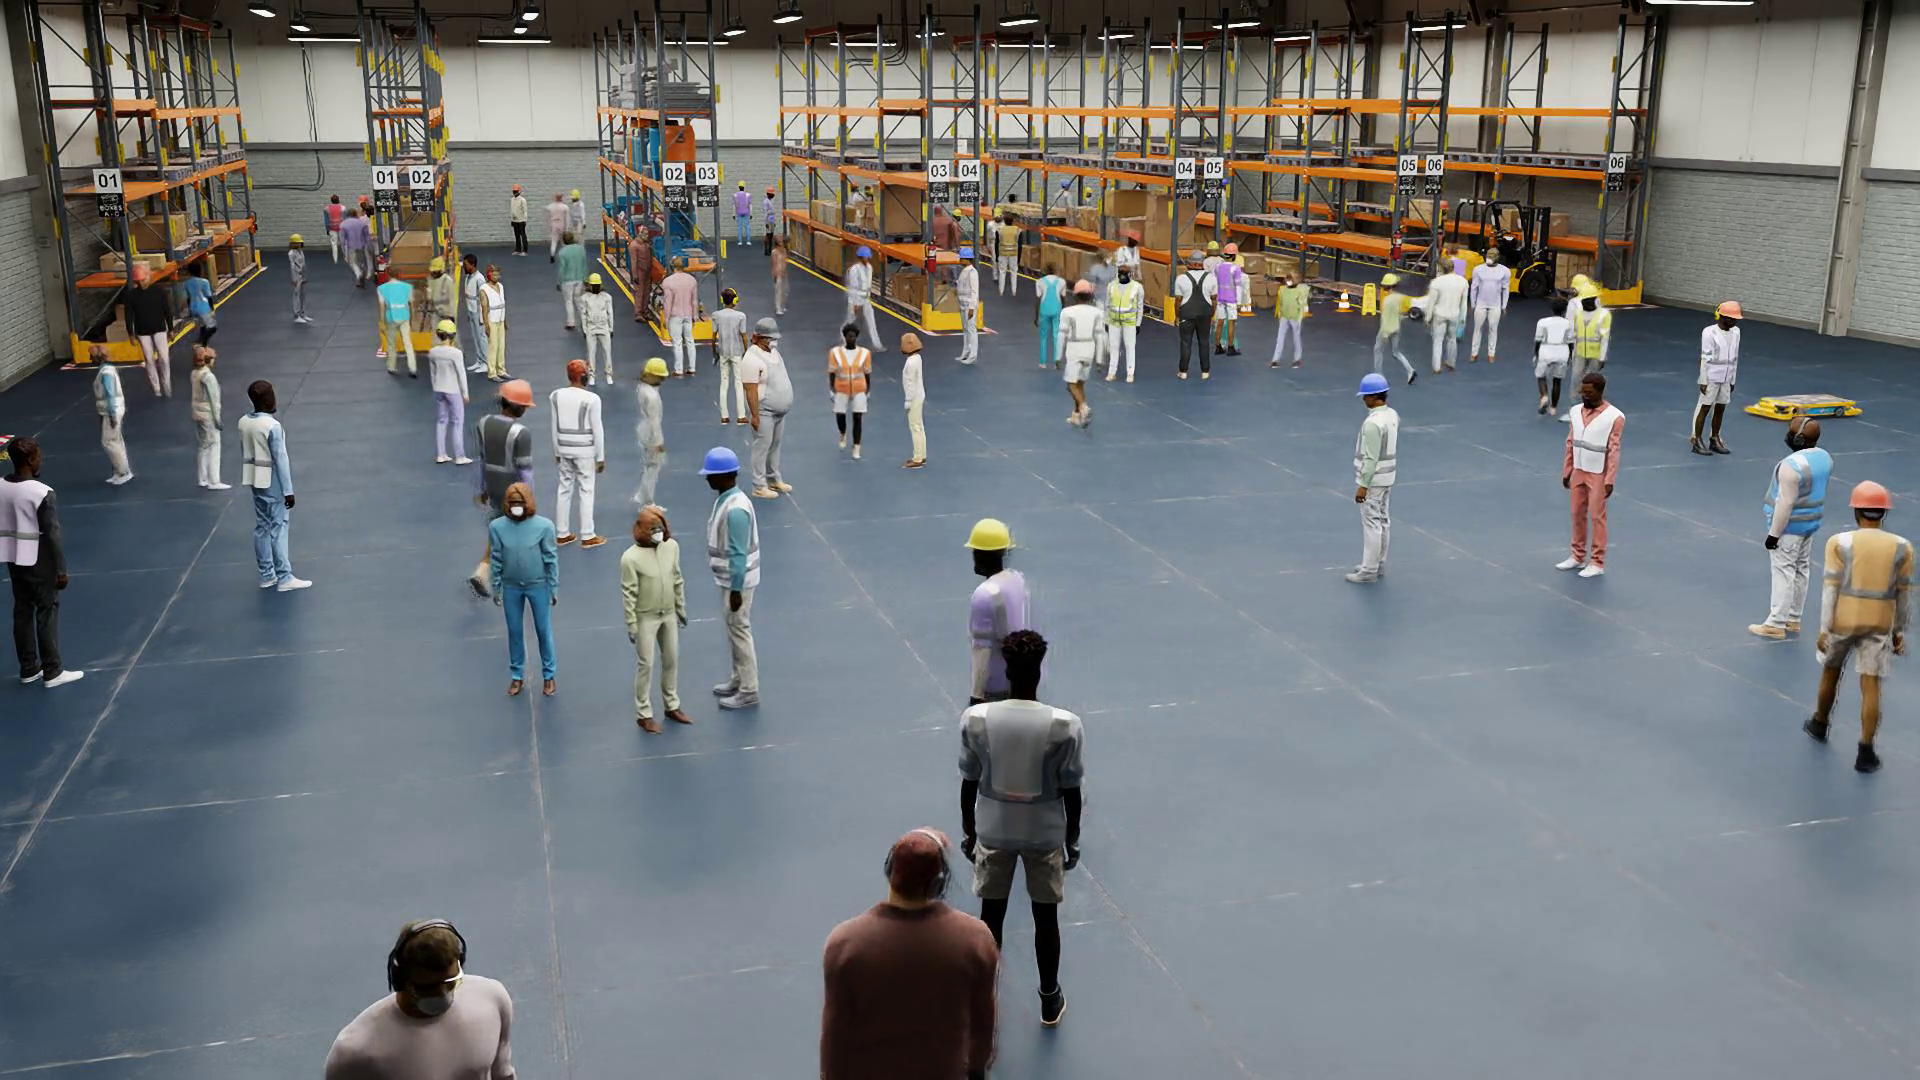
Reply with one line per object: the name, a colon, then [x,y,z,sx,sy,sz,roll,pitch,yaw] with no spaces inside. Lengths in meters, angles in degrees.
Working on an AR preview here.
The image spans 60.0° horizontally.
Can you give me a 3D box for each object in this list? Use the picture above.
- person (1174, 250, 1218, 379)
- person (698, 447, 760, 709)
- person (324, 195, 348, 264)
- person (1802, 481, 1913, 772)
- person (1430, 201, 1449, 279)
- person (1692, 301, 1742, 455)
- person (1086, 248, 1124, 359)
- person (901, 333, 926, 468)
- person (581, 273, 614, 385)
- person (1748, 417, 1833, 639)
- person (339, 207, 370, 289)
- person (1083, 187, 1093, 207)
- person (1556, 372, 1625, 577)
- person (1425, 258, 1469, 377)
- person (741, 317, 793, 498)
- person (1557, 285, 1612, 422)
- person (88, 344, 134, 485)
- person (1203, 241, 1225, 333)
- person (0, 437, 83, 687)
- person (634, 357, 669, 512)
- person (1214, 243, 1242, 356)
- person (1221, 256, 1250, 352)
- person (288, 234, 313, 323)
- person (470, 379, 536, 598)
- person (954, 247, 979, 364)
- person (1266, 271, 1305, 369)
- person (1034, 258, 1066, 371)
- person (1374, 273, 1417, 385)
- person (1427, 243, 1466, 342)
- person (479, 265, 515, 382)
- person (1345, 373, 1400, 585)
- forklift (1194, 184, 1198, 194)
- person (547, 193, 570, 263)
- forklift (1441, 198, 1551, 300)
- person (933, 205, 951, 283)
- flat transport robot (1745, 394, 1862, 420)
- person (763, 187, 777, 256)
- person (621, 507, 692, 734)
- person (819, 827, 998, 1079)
person: [3.732,-3.590,26.447,0.689,2.000,0.538,0,15,0]
person: [-1.665,0.270,12.128,0.422,1.935,0.621,-4,15,-16]
person: [-16.760,-8.368,44.807,0.629,1.843,0.429,-4,15,-16]
person: [6.069,0.563,11.178,0.564,1.878,0.842,4,15,13]
person: [11.130,-6.850,38.707,0.381,2.045,0.605,0,15,2]
person: [9.470,-2.011,20.727,0.543,1.929,0.386,-5,16,-19]
person: [2.430,-4.060,28.539,1.018,1.892,0.638,13,20,40]
person: [-0.566,-1.687,20.085,0.287,1.624,0.494,2,15,8]
person: [-5.626,-3.276,25.854,0.486,1.736,0.320,-3,15,-13]
person: [6.847,-0.106,13.712,0.625,1.846,0.429,-11,19,-36]
person: [-14.053,-6.777,38.714,0.677,1.897,0.687,-11,18,-36]
person: [3.851,-9.808,50.438,0.333,1.737,0.487,-3,15,-11]
person: [5.893,-0.622,15.541,0.403,1.908,0.599,-8,17,-27]
person: [7.800,-3.597,26.790,0.676,1.881,0.753,-2,15,-7]
person: [-2.127,-1.487,18.531,0.536,2.000,0.686,5,16,18]
person: [8.546,-2.523,22.720,0.889,1.884,0.605,-12,19,-39]
person: [-9.790,-1.449,19.180,0.313,1.636,0.533,-7,17,-26]
person: [4.778,-4.785,31.515,0.495,1.744,0.307,-7,16,-25]
person: [-7.002,0.174,12.549,0.584,1.911,0.394,5,16,19]
person: [-3.271,-1.105,17.710,0.369,1.707,0.516,-4,16,-16]
person: [4.648,-4.158,28.783,0.549,1.937,0.358,14,20,42]
person: [4.803,-4.180,29.343,0.528,1.689,0.970,-4,15,-13]
person: [-13.141,-5.210,33.111,0.308,1.743,0.494,1,15,4]
person: [-3.992,-0.411,14.563,0.677,1.998,0.576,9,17,29]
person: [0.128,-3.926,27.884,0.389,1.949,0.604,-5,16,-17]
person: [5.392,-3.604,27.349,0.513,1.595,0.776,13,20,40]
person: [1.478,-3.695,27.246,0.522,1.849,0.398,-1,15,-5]
person: [6.714,-3.260,25.782,0.527,1.738,0.741,-13,20,-41]
person: [8.952,-4.533,30.476,0.565,1.807,0.773,-2,15,-6]
person: [-7.318,-3.393,26.113,0.404,1.831,0.573,4,15,14]
person: [3.784,-0.560,15.233,0.399,1.941,0.603,9,17,30]
forklift: [7.392,-11.333,53.972,1.873,2.768,1.129,-4,15,-15]
person: [-10.878,-8.457,45.081,0.641,1.877,0.835,2,15,7]
forklift: [11.913,-6.508,37.130,2.313,2.155,1.214,-4,15,-15]
person: [-0.507,-7.154,40.226,0.657,1.853,1.014,-2,15,-7]
flat transport robot: [11.882,-1.882,23.410,1.431,0.197,0.652,-5,16,-18]
person: [-5.365,-9.040,47.170,0.382,1.928,0.545,4,15,16]
person: [-2.138,0.550,11.667,0.278,1.621,0.511,13,19,39]
person: [-0.191,1.921,6.091,0.655,1.841,1.027,-2,15,-8]
